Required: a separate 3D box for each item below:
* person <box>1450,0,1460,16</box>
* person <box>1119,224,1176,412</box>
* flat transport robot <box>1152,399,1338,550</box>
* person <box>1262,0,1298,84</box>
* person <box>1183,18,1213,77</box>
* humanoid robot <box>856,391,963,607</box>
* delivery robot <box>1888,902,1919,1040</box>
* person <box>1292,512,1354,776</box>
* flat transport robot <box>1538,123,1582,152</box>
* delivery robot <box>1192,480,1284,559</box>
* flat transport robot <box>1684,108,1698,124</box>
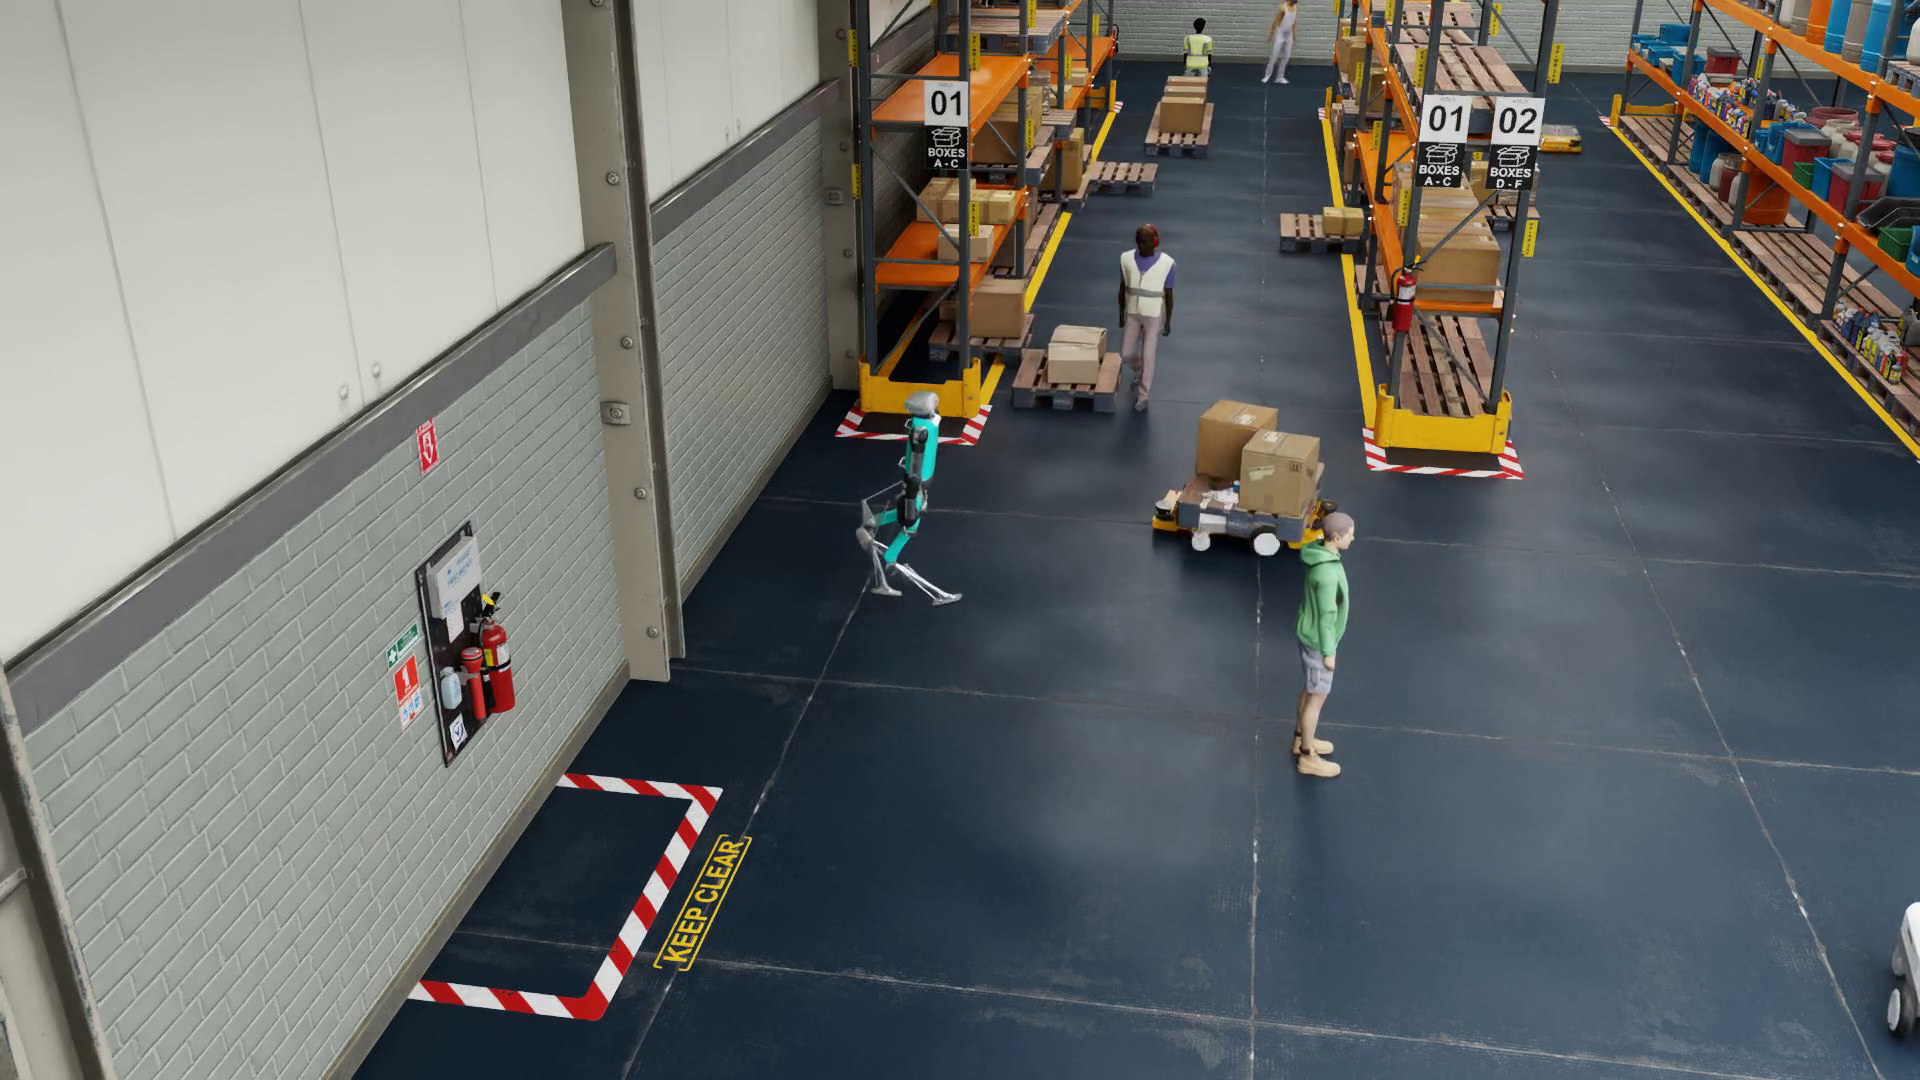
[{"bbox_3d":[9.353,-9.403,31.714,0.309,1.768,0.521,-17,30,-33],"label":"person"},{"bbox_3d":[1.804,-2.189,16.203,0.562,1.831,0.509,11,27,22],"label":"person"},{"bbox_3d":[2.369,-0.201,13.788,1.431,0.231,0.659,9,26,18],"label":"flat transport robot"},{"bbox_3d":[6.335,-9.889,32.695,0.657,1.817,0.486,-12,28,-24],"label":"person"},{"bbox_3d":[4.254,-8.489,29.838,0.540,1.695,0.315,7,26,15],"label":"person"},{"bbox_3d":[-0.447,-0.271,12.186,0.969,1.732,0.547,4,25,9],"label":"humanoid robot"},{"bbox_3d":[4.956,2.193,8.350,0.499,0.614,0.815,8,26,17],"label":"delivery robot"},{"bbox_3d":[2.236,0.631,10.280,0.370,1.732,0.477,3,25,7],"label":"person"},{"bbox_3d":[9.942,-6.704,27.705,0.659,0.231,1.431,6,26,12],"label":"flat transport robot"},{"bbox_3d":[2.260,-0.180,13.423,0.813,0.610,0.499,3,25,7],"label":"delivery robot"},{"bbox_3d":[13.317,-7.454,29.312,1.431,0.231,0.659,22,33,38],"label":"flat transport robot"}]
